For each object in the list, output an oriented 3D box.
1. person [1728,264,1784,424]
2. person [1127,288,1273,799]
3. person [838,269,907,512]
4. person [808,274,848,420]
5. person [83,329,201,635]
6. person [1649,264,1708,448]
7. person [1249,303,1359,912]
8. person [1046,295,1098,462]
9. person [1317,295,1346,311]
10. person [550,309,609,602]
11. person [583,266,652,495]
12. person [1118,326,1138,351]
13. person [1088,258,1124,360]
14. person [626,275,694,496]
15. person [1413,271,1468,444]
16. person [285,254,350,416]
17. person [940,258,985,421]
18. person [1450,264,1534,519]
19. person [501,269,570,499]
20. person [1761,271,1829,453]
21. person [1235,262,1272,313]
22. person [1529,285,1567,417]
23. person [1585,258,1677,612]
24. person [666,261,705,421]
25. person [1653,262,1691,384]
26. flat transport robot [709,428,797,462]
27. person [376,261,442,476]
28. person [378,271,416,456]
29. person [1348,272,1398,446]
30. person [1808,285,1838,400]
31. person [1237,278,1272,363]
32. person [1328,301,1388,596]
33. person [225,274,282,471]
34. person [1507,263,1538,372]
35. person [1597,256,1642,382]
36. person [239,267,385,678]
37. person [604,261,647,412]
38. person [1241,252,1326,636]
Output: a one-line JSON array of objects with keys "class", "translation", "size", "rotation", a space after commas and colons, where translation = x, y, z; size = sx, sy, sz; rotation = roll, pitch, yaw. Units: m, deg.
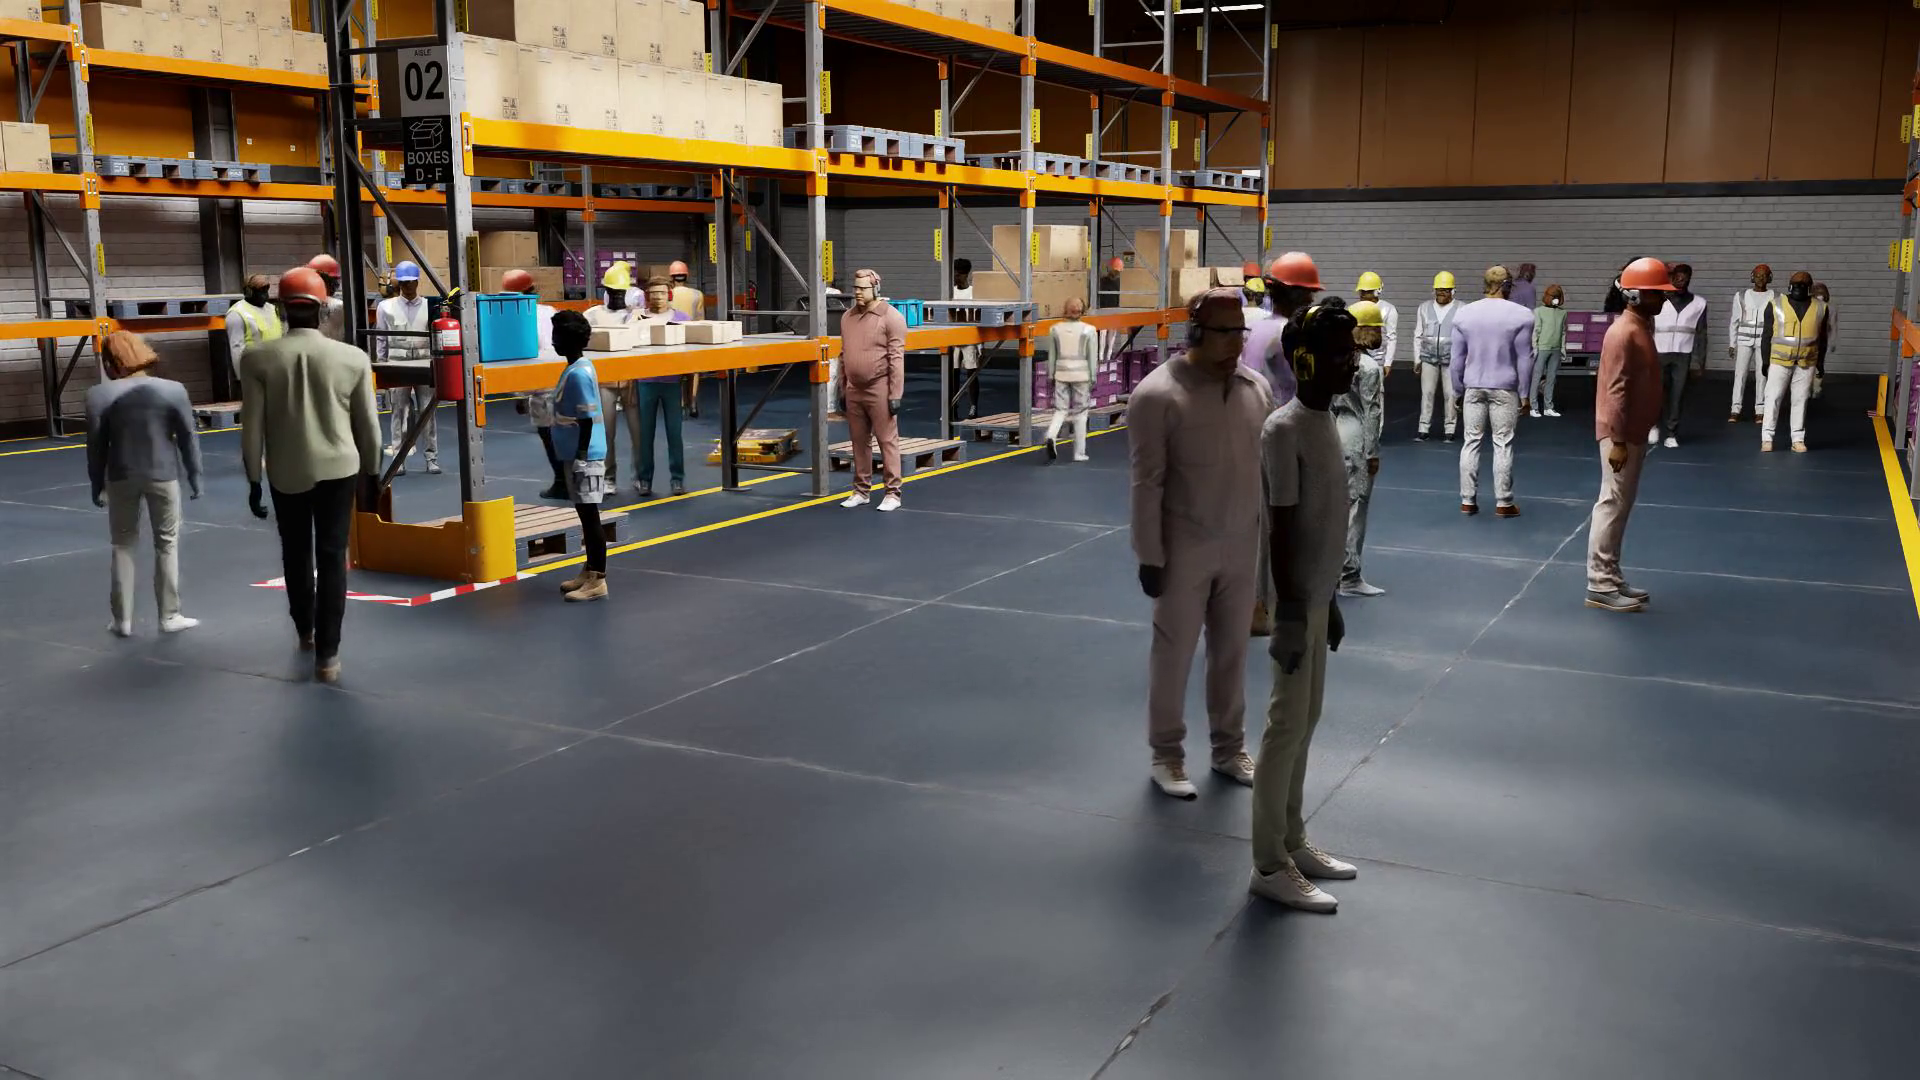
[{"class": "person", "translation": [9.455, -2.324, 19.783], "size": [0.576, 1.885, 0.355], "rotation": [5, 11, 26]}, {"class": "person", "translation": [0.930, 0.015, 6.218], "size": [0.648, 1.897, 0.399], "rotation": [-5, 11, -29]}, {"class": "person", "translation": [-0.717, -1.174, 13.104], "size": [0.640, 1.899, 0.395], "rotation": [7, 12, 37]}, {"class": "person", "translation": [-1.620, -2.360, 20.124], "size": [0.385, 1.857, 0.657], "rotation": [-7, 12, -34]}, {"class": "person", "translation": [-4.318, -0.294, 8.799], "size": [0.543, 1.625, 0.317], "rotation": [-3, 10, -17]}, {"class": "person", "translation": [7.447, -1.920, 17.348], "size": [0.621, 1.910, 0.416], "rotation": [2, 10, 12]}, {"class": "person", "translation": [1.093, 0.202, 5.200], "size": [0.325, 1.871, 0.524], "rotation": [5, 11, 25]}, {"class": "person", "translation": [1.061, -1.537, 15.987], "size": [0.523, 1.625, 0.552], "rotation": [5, 11, 27]}, {"class": "person", "translation": [2.888, -1.067, 13.031], "size": [0.368, 1.684, 0.543], "rotation": [-7, 12, -37]}, {"class": "person", "translation": [-2.221, -0.491, 9.703], "size": [0.317, 1.697, 0.540], "rotation": [-3, 10, -16]}, {"class": "person", "translation": [-2.850, -1.320, 13.883], "size": [0.592, 1.916, 0.398], "rotation": [-2, 10, -12]}, {"class": "person", "translation": [2.490, -3.032, 24.593], "size": [0.313, 1.638, 0.513], "rotation": [1, 10, 3]}, {"class": "person", "translation": [2.359, -3.491, 26.376], "size": [0.643, 1.936, 0.671], "rotation": [-1, 10, -5]}, {"class": "person", "translation": [-2.502, -1.283, 13.912], "size": [0.564, 1.837, 0.396], "rotation": [-2, 10, -9]}, {"class": "person", "translation": [5.115, -1.935, 17.687], "size": [0.600, 1.827, 0.404], "rotation": [5, 11, 27]}, {"class": "person", "translation": [-5.106, -1.263, 13.278], "size": [0.616, 2.022, 0.792], "rotation": [1, 10, 4]}, {"class": "person", "translation": [0.040, -2.383, 19.891], "size": [0.608, 1.963, 0.369], "rotation": [5, 11, 28]}, {"class": "person", "translation": [4.061, -1.130, 12.730], "size": [0.629, 1.933, 0.379], "rotation": [7, 12, 36]}, {"class": "person", "translation": [-3.413, -1.259, 13.613], "size": [0.622, 1.886, 0.594], "rotation": [5, 11, 25]}, {"class": "person", "translation": [8.465, -1.802, 16.900], "size": [0.619, 1.839, 0.430], "rotation": [2, 10, 13]}, {"class": "person", "translation": [3.647, -2.509, 20.820], "size": [0.567, 1.890, 0.958], "rotation": [5, 11, 25]}, {"class": "person", "translation": [7.278, -2.332, 20.551], "size": [0.499, 1.633, 0.281], "rotation": [-3, 10, -19]}, {"class": "person", "translation": [3.818, -0.599, 9.476], "size": [0.397, 1.992, 0.623], "rotation": [6, 12, 31]}, {"class": "person", "translation": [-3.359, -2.399, 20.084], "size": [0.581, 1.924, 0.435], "rotation": [-2, 10, -11]}, {"class": "person", "translation": [10.783, -3.250, 25.154], "size": [0.565, 1.890, 0.819], "rotation": [-8, 13, -39]}, {"class": "flat transport robot", "translation": [-2.030, -0.946, 16.467], "size": [0.652, 0.197, 1.431], "rotation": [0, 10, 2]}, {"class": "person", "translation": [-5.001, -1.561, 15.179], "size": [0.602, 1.948, 0.385], "rotation": [-4, 11, -22]}, {"class": "person", "translation": [-5.640, -1.763, 16.646], "size": [0.345, 1.846, 0.508], "rotation": [-1, 10, -7]}, {"class": "person", "translation": [4.247, -1.876, 17.369], "size": [0.586, 1.823, 0.403], "rotation": [8, 13, 40]}, {"class": "person", "translation": [11.832, -2.736, 23.013], "size": [0.518, 1.584, 0.852], "rotation": [5, 11, 26]}, {"class": "person", "translation": [3.046, -1.847, 17.366], "size": [0.533, 1.765, 0.325], "rotation": [8, 12, 38]}, {"class": "person", "translation": [2.353, -0.542, 9.879], "size": [0.324, 1.740, 0.492], "rotation": [-3, 10, -18]}, {"class": "person", "translation": [-6.523, -1.557, 15.518], "size": [0.429, 1.831, 0.633], "rotation": [3, 10, 18]}, {"class": "person", "translation": [8.273, -3.141, 24.556], "size": [0.453, 1.879, 0.655], "rotation": [-3, 10, -14]}, {"class": "person", "translation": [10.235, -3.419, 25.668], "size": [0.765, 2.000, 0.756], "rotation": [7, 12, 36]}, {"class": "person", "translation": [-3.164, -0.351, 8.180], "size": [0.642, 1.938, 1.018], "rotation": [-4, 10, -20]}, {"class": "person", "translation": [-4.244, -2.560, 21.037], "size": [0.586, 1.924, 0.370], "rotation": [2, 10, 12]}, {"class": "person", "translation": [1.737, -0.491, 8.790], "size": [0.659, 2.022, 0.634], "rotation": [-2, 10, -10]}]
